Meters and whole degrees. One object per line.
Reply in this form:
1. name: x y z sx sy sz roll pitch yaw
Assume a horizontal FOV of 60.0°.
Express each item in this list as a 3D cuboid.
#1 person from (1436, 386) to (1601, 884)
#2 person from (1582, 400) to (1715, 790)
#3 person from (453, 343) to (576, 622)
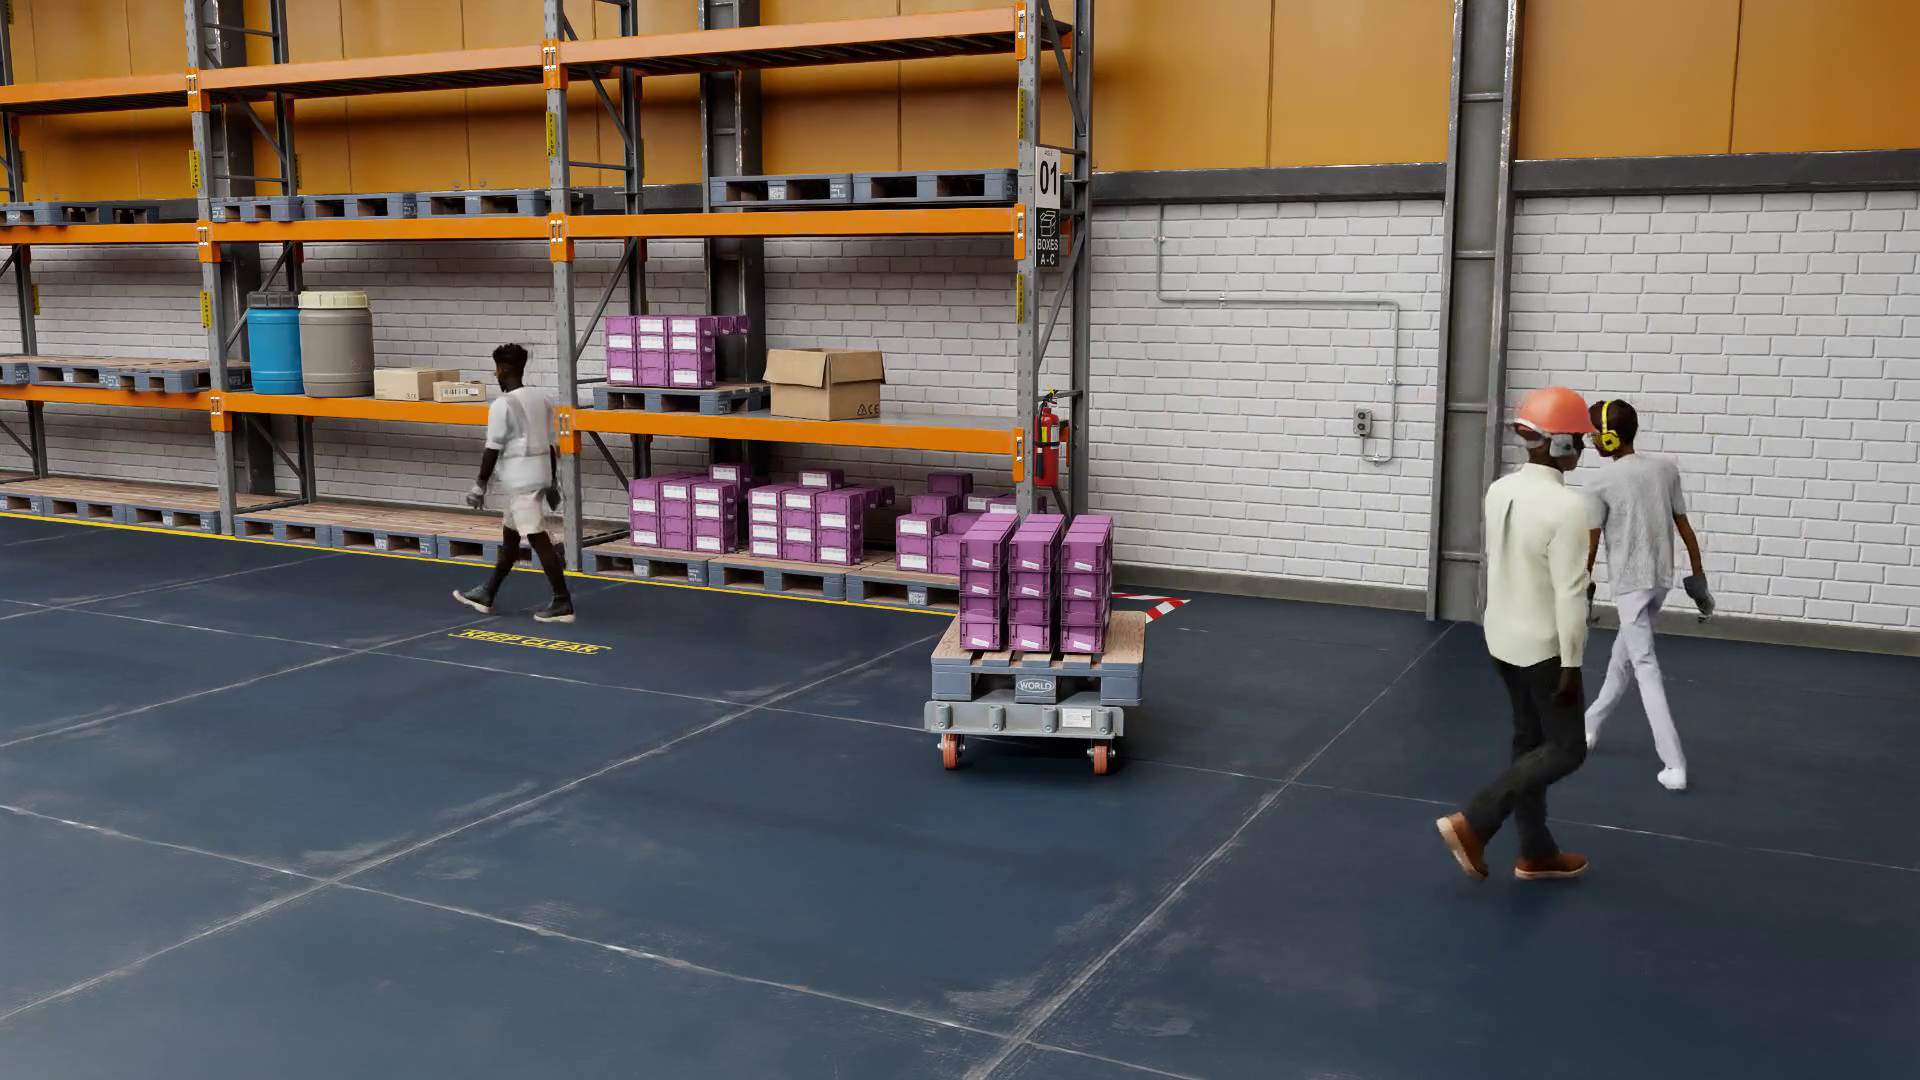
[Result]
1. person: 2.181 0.394 6.419 0.658 1.973 0.629 -2 9 -14
2. person: 3.219 0.233 7.956 0.589 1.799 0.963 -3 10 -18
3. person: -3.094 -0.387 11.425 0.994 1.900 0.601 2 9 13
